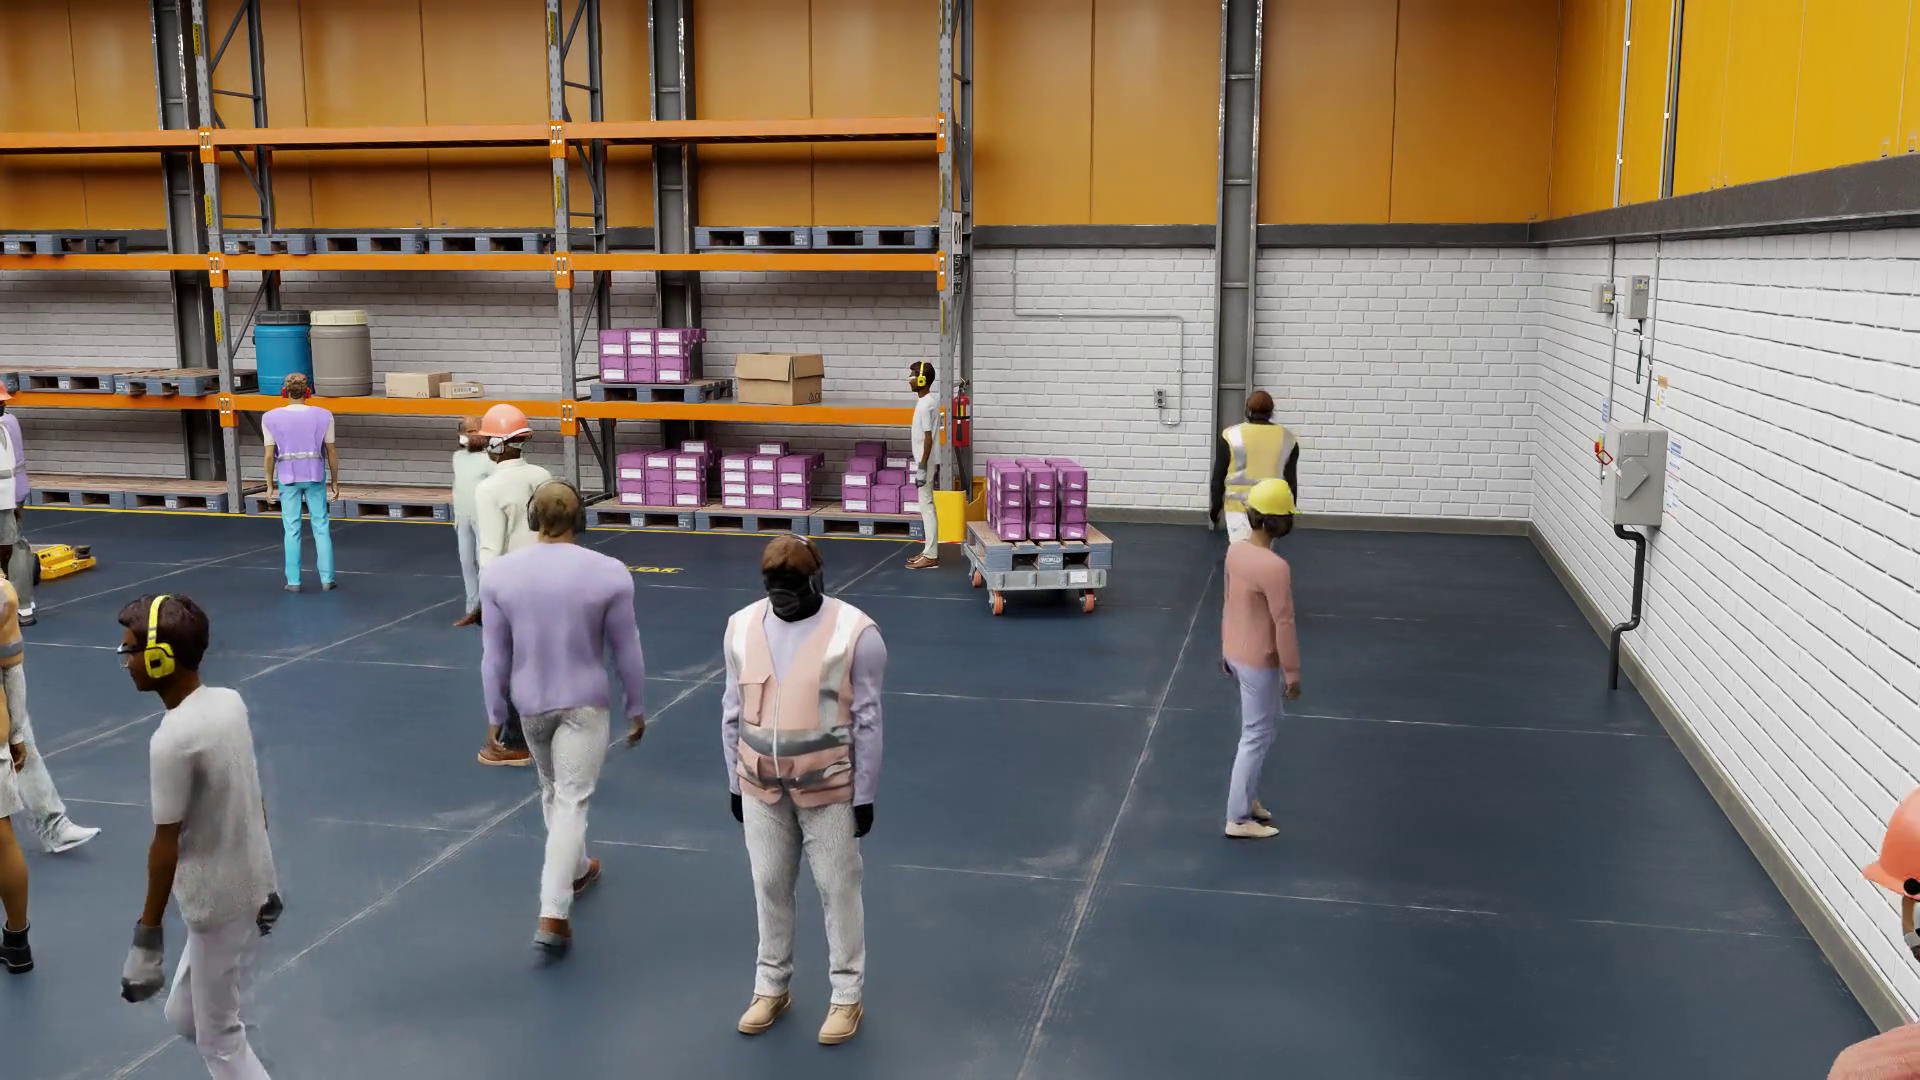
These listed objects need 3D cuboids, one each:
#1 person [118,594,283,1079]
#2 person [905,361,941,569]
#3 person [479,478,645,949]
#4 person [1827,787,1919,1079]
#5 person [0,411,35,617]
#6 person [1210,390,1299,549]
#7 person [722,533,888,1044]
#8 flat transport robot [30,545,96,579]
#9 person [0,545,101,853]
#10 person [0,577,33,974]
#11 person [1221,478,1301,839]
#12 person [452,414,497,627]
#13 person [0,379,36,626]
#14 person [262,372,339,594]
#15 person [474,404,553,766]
[{"bbox_3d":[-2.163,1.065,4.783,0.417,1.849,0.568,-2,10,-9],"label":"person"},{"bbox_3d":[-0.334,-0.675,15.010,0.321,1.871,0.532,1,10,3],"label":"person"},{"bbox_3d":[-1.647,0.690,6.878,0.646,1.901,1.014,0,10,2],"label":"person"},{"bbox_3d":[1.612,1.355,2.681,0.639,1.972,0.449,-1,10,-5],"label":"person"},{"bbox_3d":[-7.419,-0.340,12.867,0.383,1.923,0.589,-3,10,-19],"label":"person"},{"bbox_3d":[2.249,-0.245,12.681,0.624,1.803,0.927,-1,10,-8],"label":"person"},{"bbox_3d":[-0.569,0.877,5.935,0.619,1.835,0.429,3,10,18],"label":"person"},{"bbox_3d":[-8.504,0.180,14.669,1.431,0.197,0.652,0,10,2],"label":"flat transport robot"},{"bbox_3d":[-4.504,0.656,7.648,0.916,1.692,0.505,2,10,13],"label":"person"},{"bbox_3d":[-3.836,0.758,6.319,0.354,1.939,0.544,7,12,36],"label":"person"},{"bbox_3d":[1.465,0.573,7.968,0.461,1.749,0.543,-3,10,-16],"label":"person"},{"bbox_3d":[-3.639,-0.162,12.725,0.504,1.618,0.565,6,12,33],"label":"person"},{"bbox_3d":[-7.173,-0.268,12.399,0.372,1.935,0.551,0,10,-3],"label":"person"},{"bbox_3d":[-5.483,-0.470,13.864,0.575,1.843,0.374,-5,11,-26],"label":"person"},{"bbox_3d":[-2.463,0.246,9.186,0.377,1.995,0.612,3,10,19],"label":"person"}]
